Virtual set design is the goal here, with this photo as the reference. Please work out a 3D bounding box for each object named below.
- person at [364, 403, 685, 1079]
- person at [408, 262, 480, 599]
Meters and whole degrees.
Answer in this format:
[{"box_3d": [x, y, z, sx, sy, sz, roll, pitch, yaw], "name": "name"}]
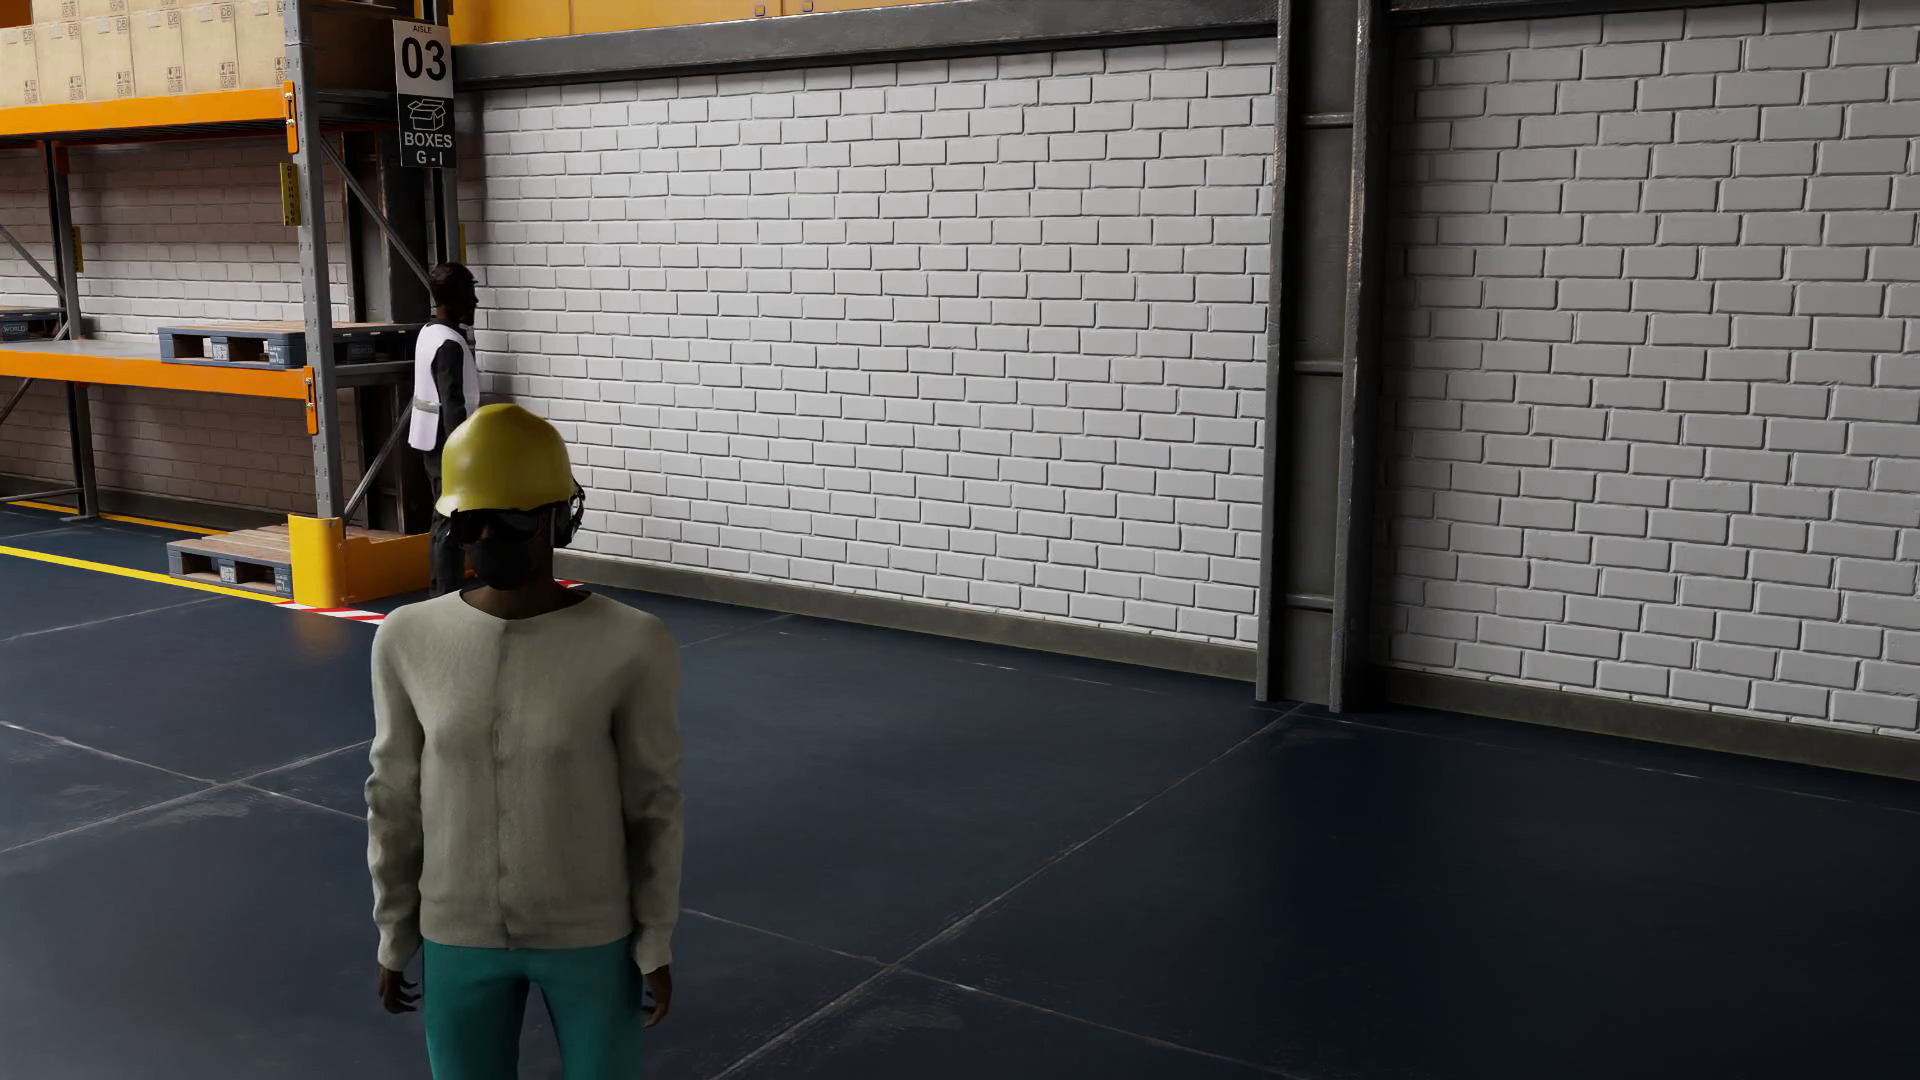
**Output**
[{"box_3d": [-0.716, 0.655, 2.765, 0.524, 1.769, 0.309, 0, 10, 0], "name": "person"}, {"box_3d": [-2.625, -0.459, 8.553, 0.394, 1.913, 0.592, -4, 11, -23], "name": "person"}]
